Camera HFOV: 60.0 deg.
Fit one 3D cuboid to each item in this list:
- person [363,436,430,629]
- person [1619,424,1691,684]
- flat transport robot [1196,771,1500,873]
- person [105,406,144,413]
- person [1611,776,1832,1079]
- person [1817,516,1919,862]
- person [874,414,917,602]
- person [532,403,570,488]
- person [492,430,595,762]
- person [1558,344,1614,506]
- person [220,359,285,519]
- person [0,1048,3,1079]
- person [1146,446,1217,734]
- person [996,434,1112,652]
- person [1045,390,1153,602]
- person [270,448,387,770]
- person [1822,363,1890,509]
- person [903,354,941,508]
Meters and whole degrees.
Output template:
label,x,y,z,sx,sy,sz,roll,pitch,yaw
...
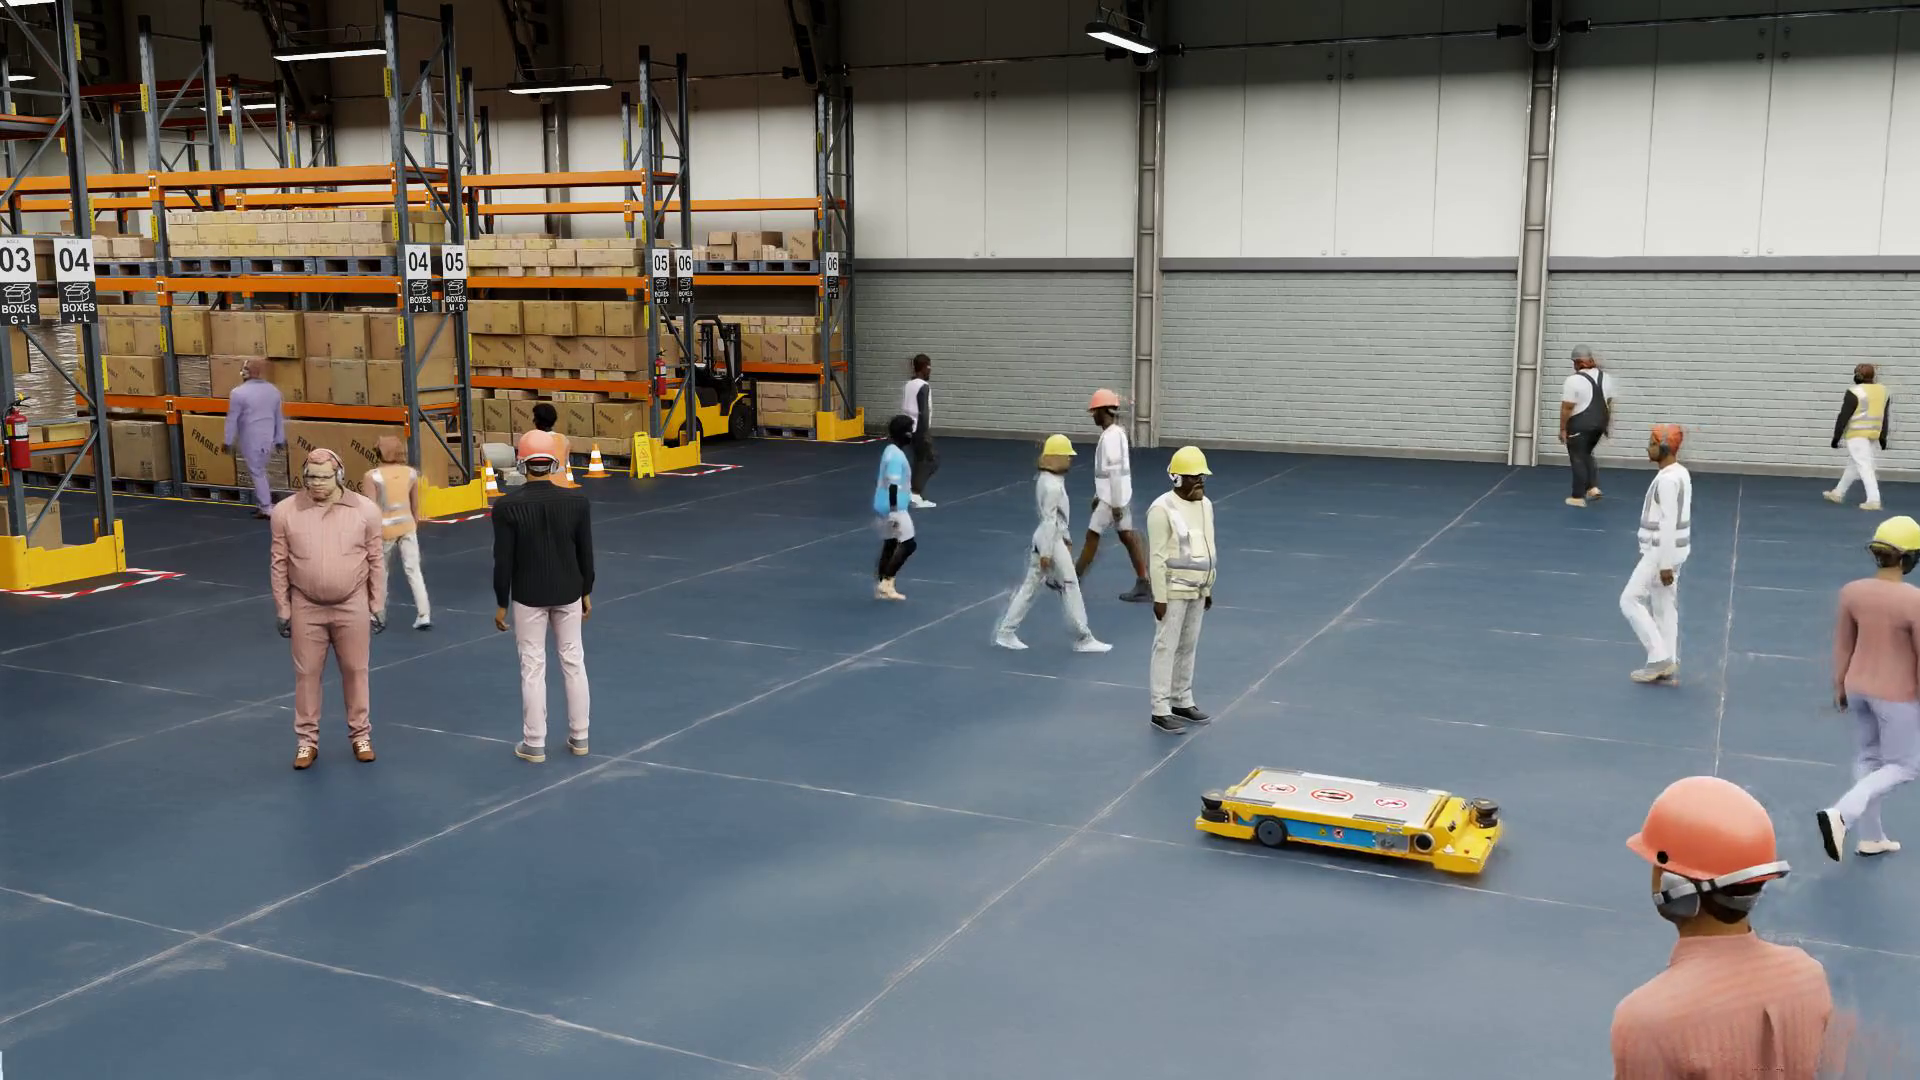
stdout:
label,x,y,z,sx,sy,sz,roll,pitch,yaw
person,-4.645,-0.063,13.665,0.870,1.596,0.539,8,12,40
person,4.943,0.105,11.790,0.431,1.865,0.588,6,11,34
flat transport robot,2.006,1.422,8.605,1.431,0.197,0.652,5,10,26
person,-12.468,-2.039,24.772,0.452,1.921,0.576,8,12,40
person,1.535,1.438,3.434,0.630,1.941,1.053,-4,10,-25
person,4.504,0.750,8.189,0.608,1.748,0.537,-3,10,-18
person,-0.566,-0.268,14.655,0.375,1.673,0.543,-2,9,-12
person,-3.874,-0.447,15.702,0.317,1.696,0.540,3,10,20
person,-2.498,0.334,10.000,0.610,1.996,0.384,-5,11,-30
person,7.754,-1.439,20.736,0.715,2.000,0.539,-4,10,-23
person,-8.407,-1.187,19.658,0.728,1.882,0.658,4,10,24
person,-1.994,1.544,3.094,0.989,1.844,0.570,2,10,14
person,1.437,0.308,10.660,0.404,1.832,0.592,8,12,42
person,0.696,0.030,12.789,0.884,1.700,0.491,-1,9,-7
person,1.261,-0.388,14.788,1.028,1.869,0.583,2,10,13
person,-3.739,0.402,9.883,0.642,1.901,0.401,-3,10,-19
person,11.151,-1.292,20.625,0.645,1.789,0.999,-4,10,-21
person,-0.491,-1.332,20.468,0.439,1.907,0.630,-3,10,-20
